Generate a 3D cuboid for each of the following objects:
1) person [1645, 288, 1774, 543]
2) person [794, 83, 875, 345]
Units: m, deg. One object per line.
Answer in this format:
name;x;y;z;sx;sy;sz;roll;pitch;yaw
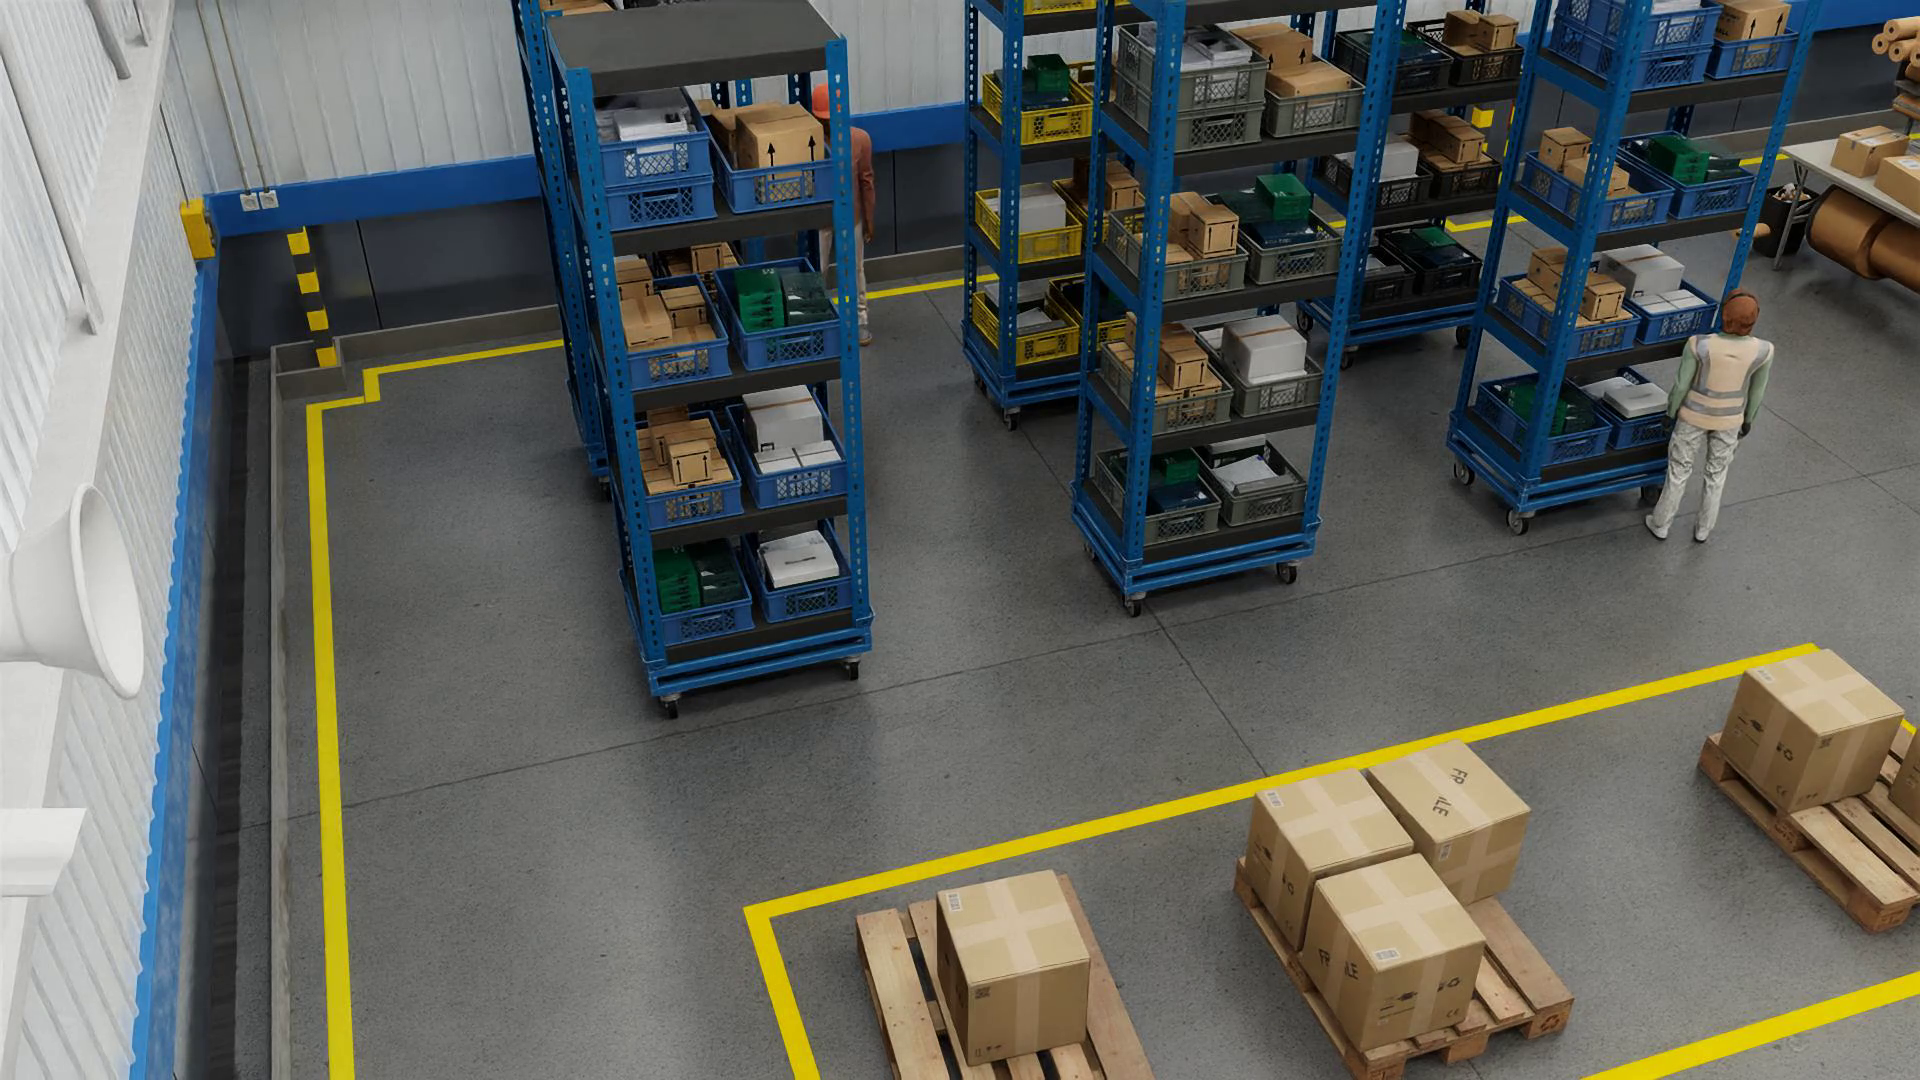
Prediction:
person;4.440;-0.716;9.866;0.520;1.639;0.312;6;36;8
person;-0.900;-2.280;11.794;0.618;1.986;0.409;-7;36;-10
